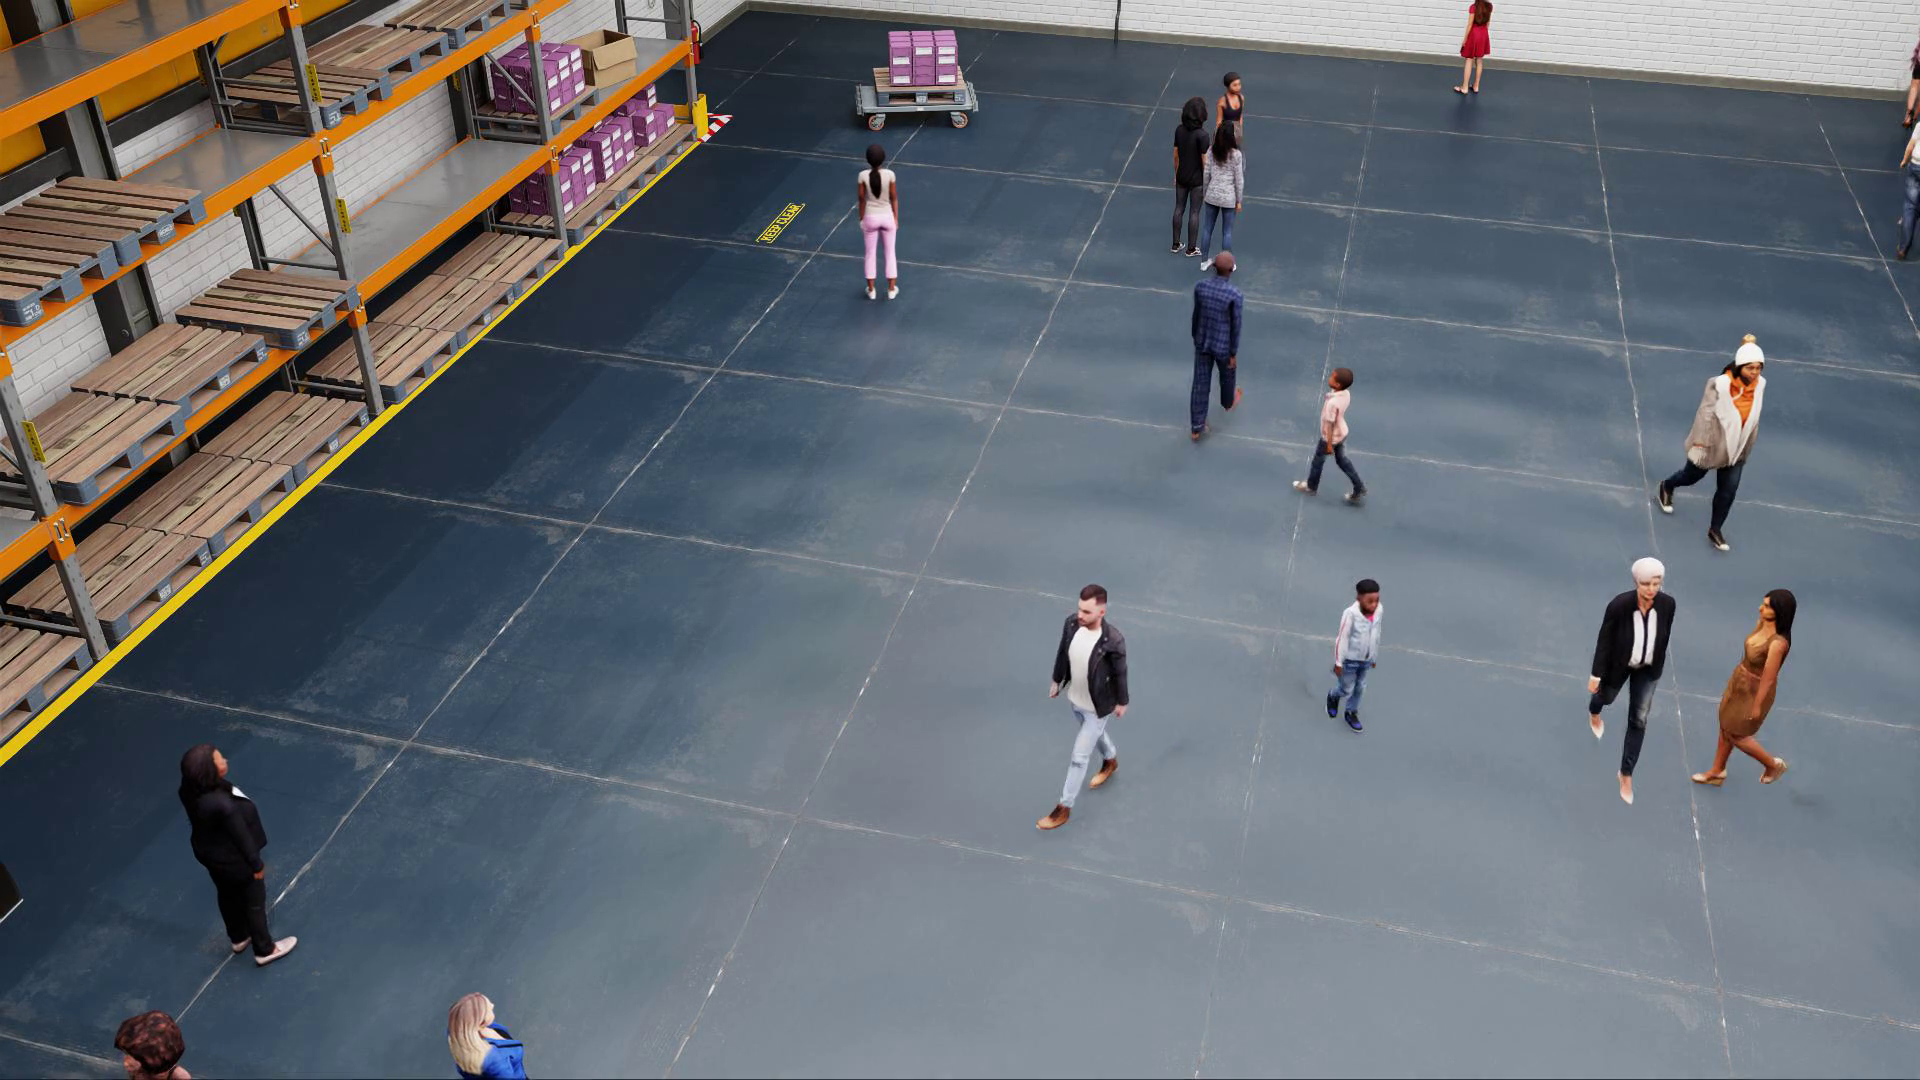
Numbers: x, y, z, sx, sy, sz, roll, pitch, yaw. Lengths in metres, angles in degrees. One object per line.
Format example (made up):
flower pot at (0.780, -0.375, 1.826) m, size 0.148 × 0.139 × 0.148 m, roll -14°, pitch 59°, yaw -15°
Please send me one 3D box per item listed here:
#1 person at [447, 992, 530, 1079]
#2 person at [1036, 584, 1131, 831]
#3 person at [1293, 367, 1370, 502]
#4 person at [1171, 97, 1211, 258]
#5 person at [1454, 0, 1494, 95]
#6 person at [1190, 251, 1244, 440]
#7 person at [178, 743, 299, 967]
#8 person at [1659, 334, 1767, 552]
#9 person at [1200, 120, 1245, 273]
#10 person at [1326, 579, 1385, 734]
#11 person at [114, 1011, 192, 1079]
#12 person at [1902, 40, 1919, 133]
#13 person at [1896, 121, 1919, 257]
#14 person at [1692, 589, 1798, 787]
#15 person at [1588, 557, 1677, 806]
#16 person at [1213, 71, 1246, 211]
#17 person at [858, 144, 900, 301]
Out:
person at (-2.345, 2.892, 8.405) m, size 0.706 × 1.701 × 0.693 m, roll 24°, pitch 41°, yaw 32°
person at (0.927, 1.028, 11.121) m, size 1.246 × 1.797 × 1.068 m, roll -27°, pitch 42°, yaw -34°
person at (3.319, -0.903, 14.479) m, size 0.789 × 1.295 × 0.890 m, roll 25°, pitch 41°, yaw 32°
person at (2.605, -4.116, 18.826) m, size 0.709 × 1.835 × 0.697 m, roll 27°, pitch 42°, yaw 35°
person at (7.339, -7.146, 23.641) m, size 0.670 × 1.551 × 0.730 m, roll -11°, pitch 35°, yaw -16°
person at (2.317, -1.759, 15.336) m, size 0.872 × 1.772 × 1.190 m, roll 17°, pitch 37°, yaw 24°
person at (-4.397, 1.886, 9.995) m, size 0.732 × 1.616 × 0.722 m, roll 19°, pitch 38°, yaw 26°
person at (6.334, -0.893, 13.958) m, size 0.991 × 1.856 × 1.251 m, roll -4°, pitch 34°, yaw -6°
person at (2.898, -3.806, 18.452) m, size 0.670 × 1.732 × 0.622 m, roll 19°, pitch 38°, yaw 26°
person at (2.831, 0.784, 11.977) m, size 0.624 × 1.257 × 0.693 m, roll -10°, pitch 35°, yaw -15°
person at (-3.822, 2.977, 8.199) m, size 0.583 × 1.787 × 0.579 m, roll 14°, pitch 36°, yaw 21°
person at (12.842, -6.248, 22.068) m, size 0.769 × 1.798 × 0.896 m, roll 20°, pitch 38°, yaw 27°
person at (10.919, -4.108, 18.847) m, size 0.718 × 1.799 × 1.213 m, roll 12°, pitch 35°, yaw 17°
person at (5.404, 1.045, 11.205) m, size 0.657 × 1.675 × 0.735 m, roll 5°, pitch 34°, yaw 8°
person at (4.528, 0.834, 11.204) m, size 0.839 × 1.742 × 1.149 m, roll 4°, pitch 34°, yaw 6°
person at (3.166, -4.838, 20.046) m, size 0.753 × 1.688 × 0.814 m, roll -20°, pitch 38°, yaw -27°
person at (-0.874, -3.422, 17.867) m, size 0.629 × 1.741 × 0.603 m, roll -1°, pitch 34°, yaw -2°
